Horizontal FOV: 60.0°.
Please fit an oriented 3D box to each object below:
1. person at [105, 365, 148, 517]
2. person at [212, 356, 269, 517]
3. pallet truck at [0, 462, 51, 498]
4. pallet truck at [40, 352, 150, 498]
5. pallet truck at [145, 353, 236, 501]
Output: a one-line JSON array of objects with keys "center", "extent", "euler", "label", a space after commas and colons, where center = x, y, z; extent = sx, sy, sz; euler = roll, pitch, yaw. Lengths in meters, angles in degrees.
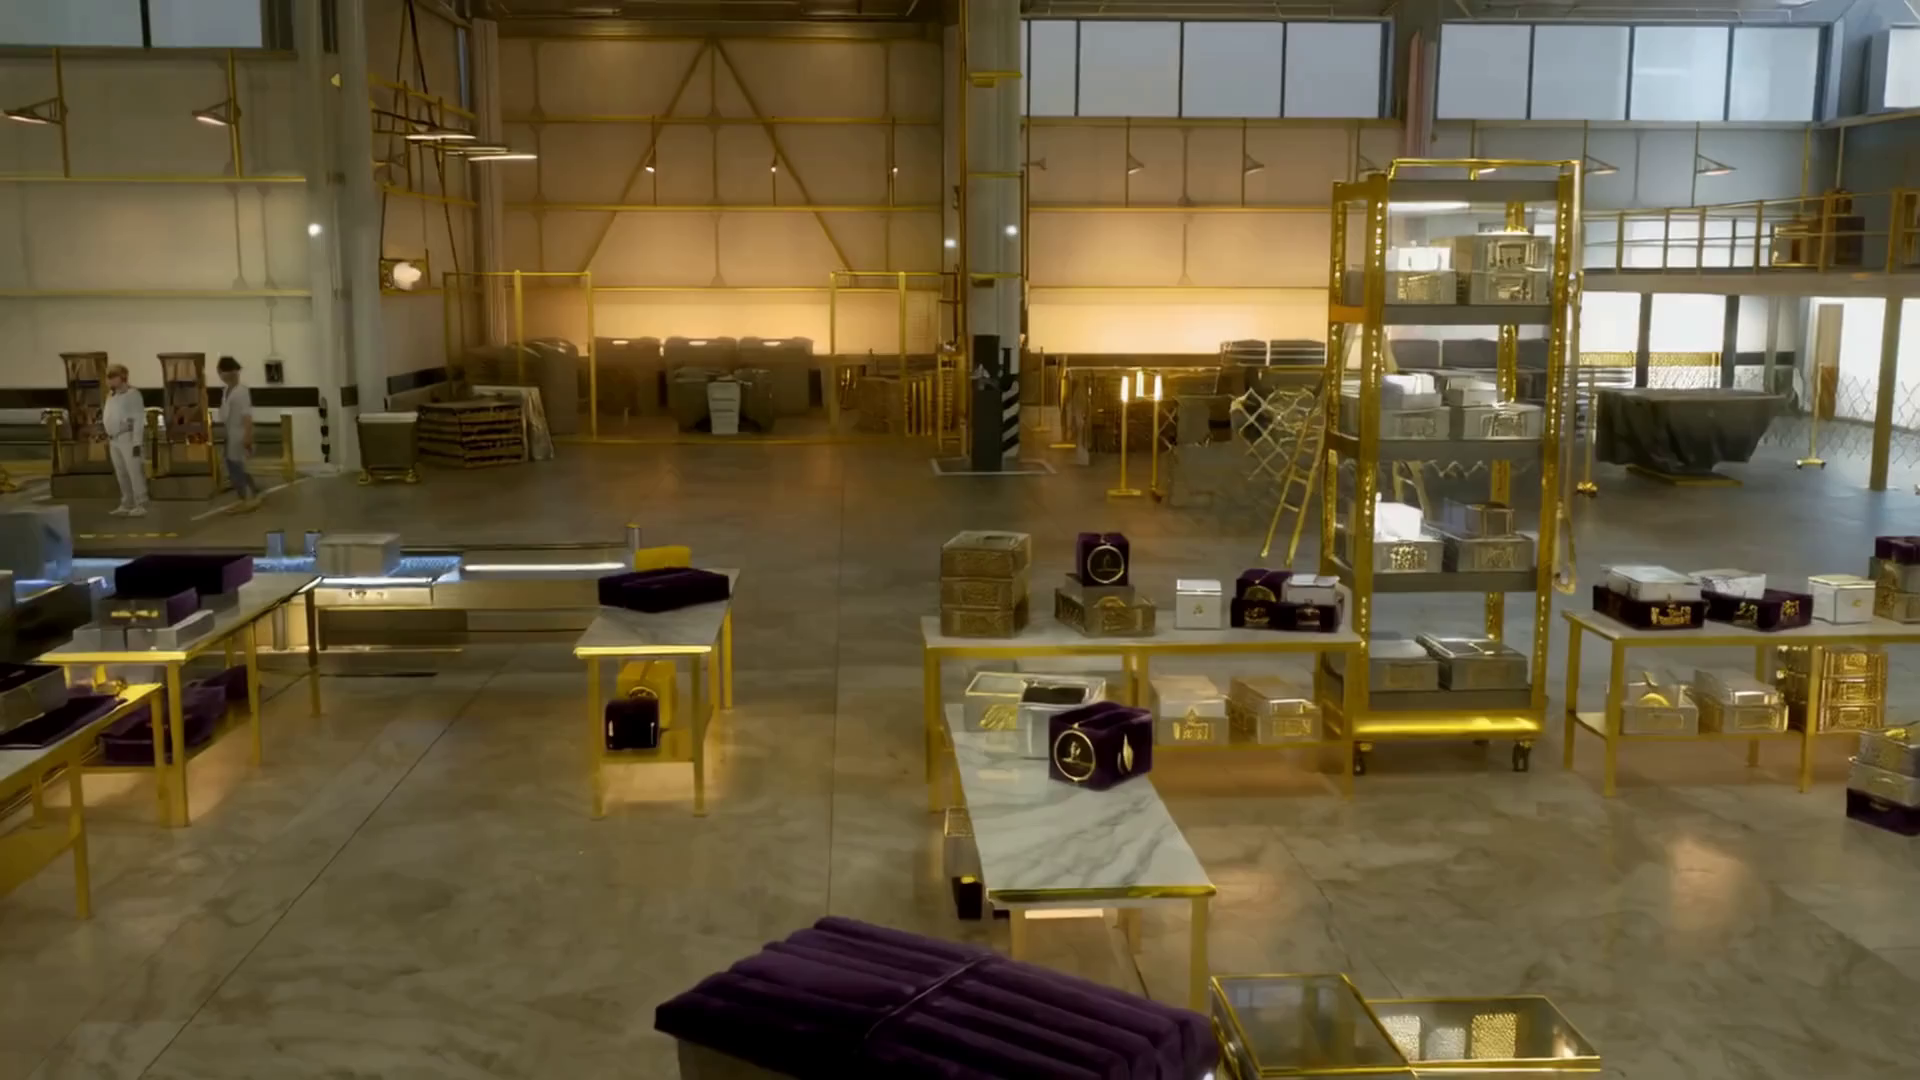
[{"center": [-10.522, -1.240, 20.920], "extent": [0.652, 1.906, 0.408], "euler": [6, 11, 33], "label": "person"}, {"center": [-9.083, -1.294, 20.885], "extent": [0.650, 2.026, 0.462], "euler": [8, 12, 41], "label": "person"}, {"center": [-13.193, -1.293, 23.148], "extent": [0.653, 1.274, 1.630], "euler": [-1, 9, -4], "label": "pallet truck"}, {"center": [-11.907, -1.642, 23.165], "extent": [0.823, 1.965, 1.885], "euler": [0, 9, 0], "label": "pallet truck"}, {"center": [-10.520, -1.604, 22.925], "extent": [0.823, 1.965, 1.885], "euler": [-1, 9, -6], "label": "pallet truck"}]
